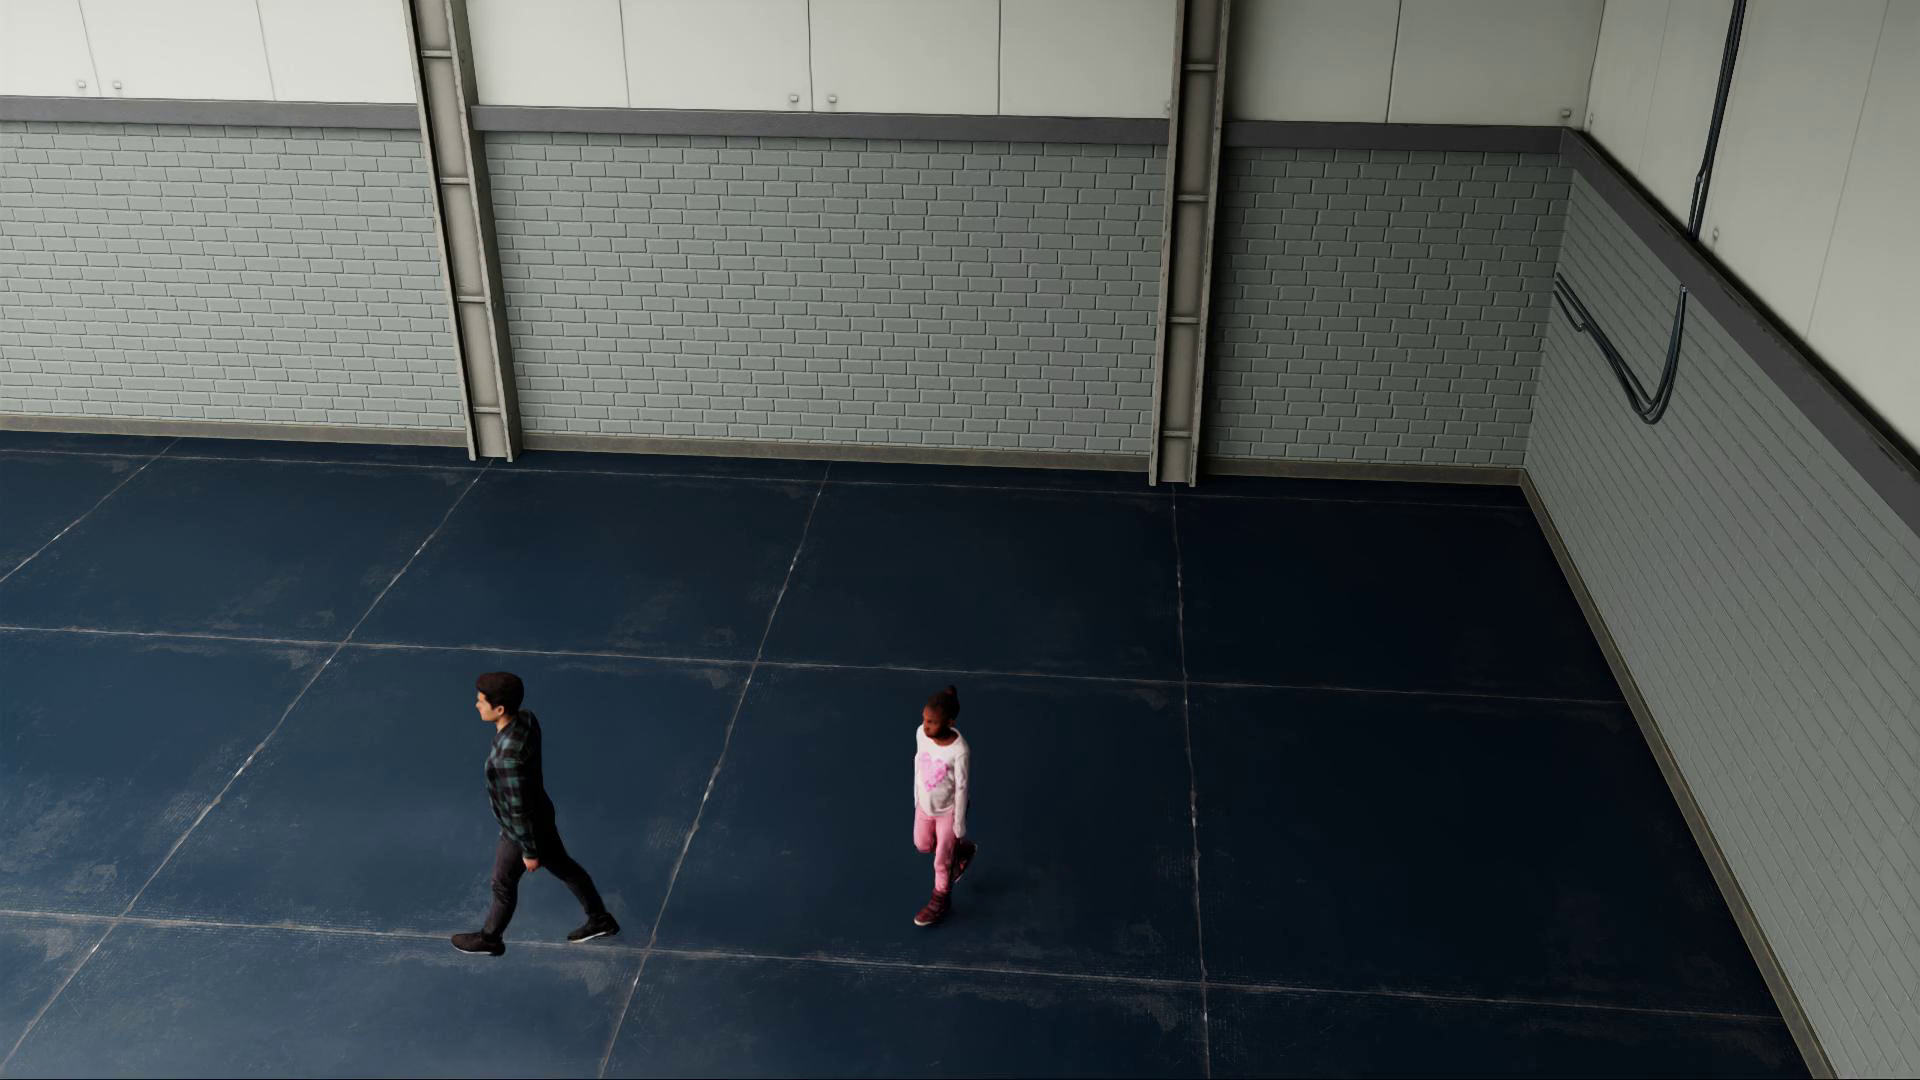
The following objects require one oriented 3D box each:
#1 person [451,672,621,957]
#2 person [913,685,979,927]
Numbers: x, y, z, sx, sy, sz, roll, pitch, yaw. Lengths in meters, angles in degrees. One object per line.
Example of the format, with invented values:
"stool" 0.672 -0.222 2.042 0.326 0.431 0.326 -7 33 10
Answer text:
"person" -2.087 1.388 8.288 1.104 1.677 0.766 -1 27 -1
"person" -0.049 1.407 9.057 0.815 1.435 0.852 24 36 38
